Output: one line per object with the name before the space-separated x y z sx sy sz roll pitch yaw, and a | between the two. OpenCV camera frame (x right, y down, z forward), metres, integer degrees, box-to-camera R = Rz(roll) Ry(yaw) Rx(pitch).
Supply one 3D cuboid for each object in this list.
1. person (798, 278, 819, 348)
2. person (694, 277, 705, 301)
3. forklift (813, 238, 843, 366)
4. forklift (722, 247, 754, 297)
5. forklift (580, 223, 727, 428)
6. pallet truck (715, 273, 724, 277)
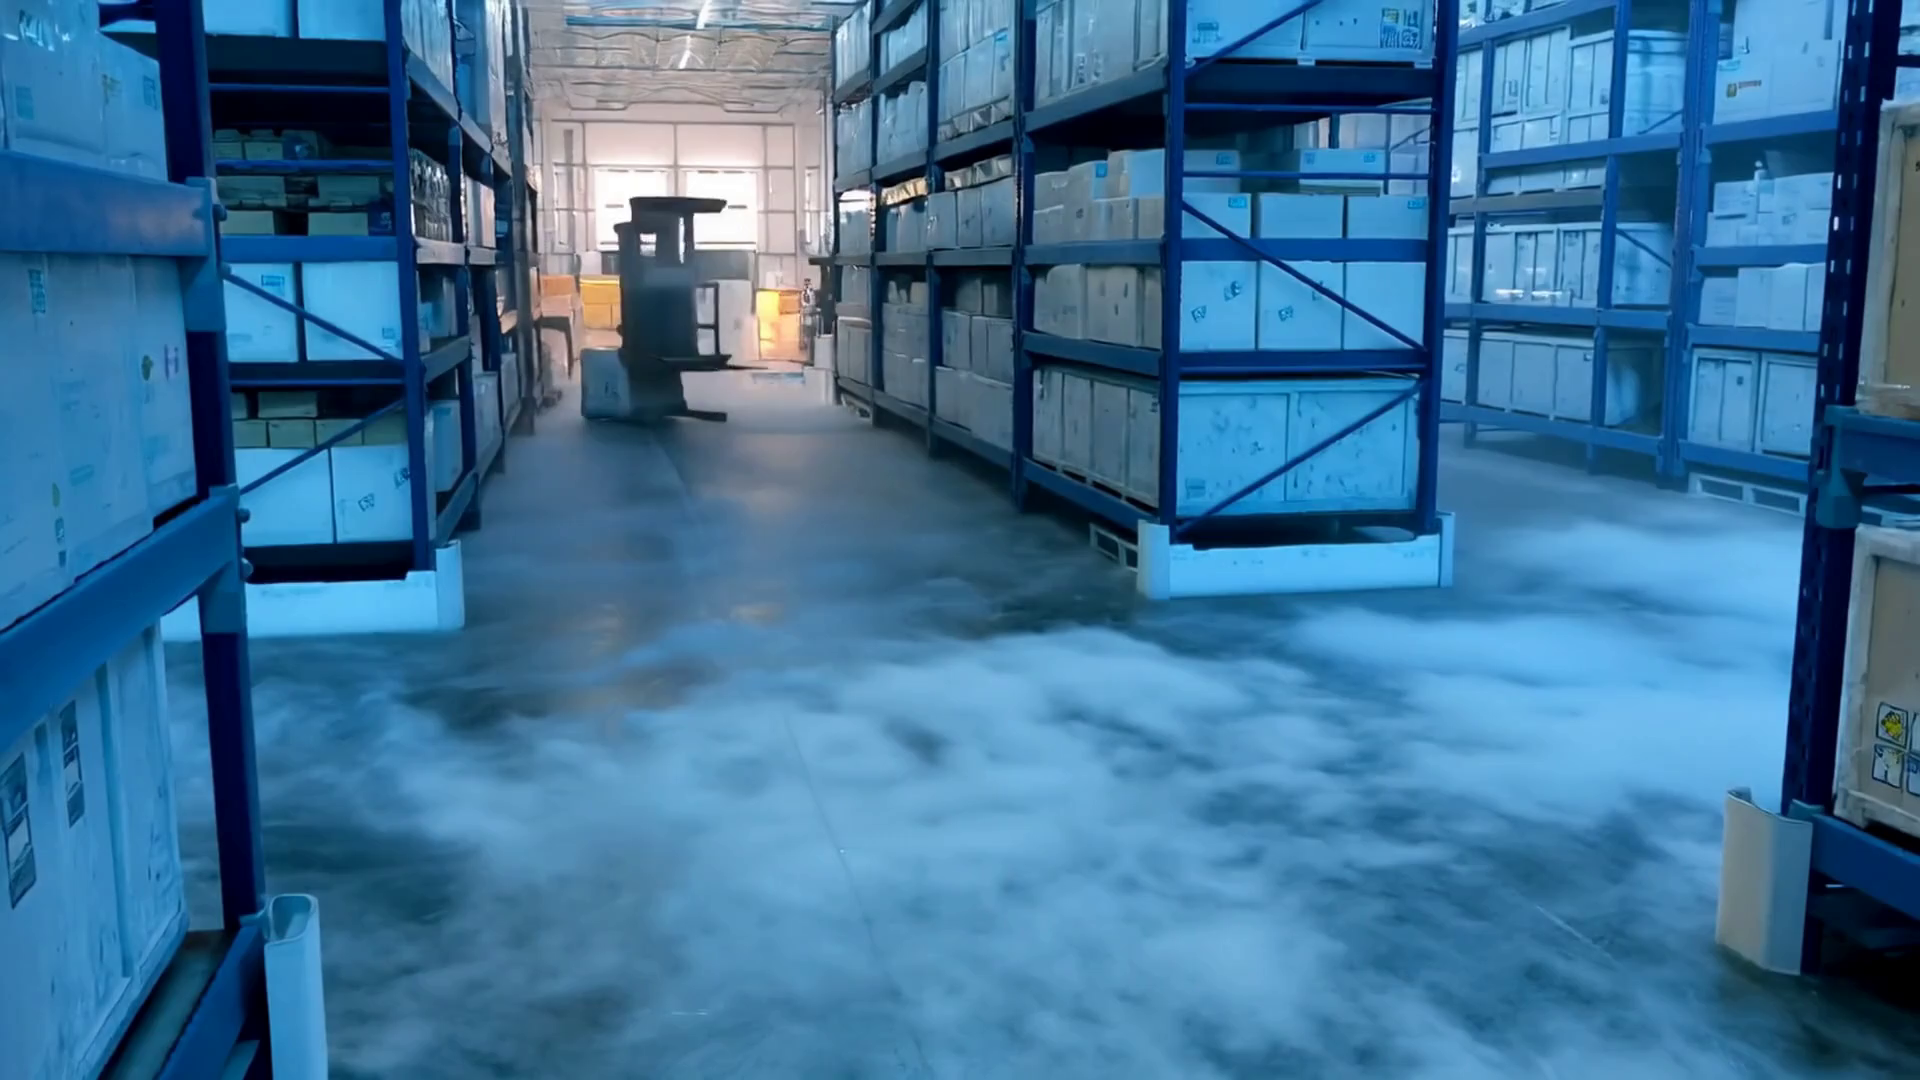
person | -4.106 -6.158 45.295 0.558 1.915 0.557 -5 10 -26
person | -8.119 -7.093 50.965 0.634 1.929 0.378 2 9 10
forklift | -2.263 -5.015 35.392 1.129 2.768 1.873 -5 11 -28
forklift | -6.924 -7.739 51.995 1.129 2.768 1.873 -7 12 -38
forklift | -4.380 -3.046 23.388 1.873 2.768 1.129 7 11 35
pallet truck | -8.580 -8.986 62.280 1.885 1.965 0.823 1 9 5
